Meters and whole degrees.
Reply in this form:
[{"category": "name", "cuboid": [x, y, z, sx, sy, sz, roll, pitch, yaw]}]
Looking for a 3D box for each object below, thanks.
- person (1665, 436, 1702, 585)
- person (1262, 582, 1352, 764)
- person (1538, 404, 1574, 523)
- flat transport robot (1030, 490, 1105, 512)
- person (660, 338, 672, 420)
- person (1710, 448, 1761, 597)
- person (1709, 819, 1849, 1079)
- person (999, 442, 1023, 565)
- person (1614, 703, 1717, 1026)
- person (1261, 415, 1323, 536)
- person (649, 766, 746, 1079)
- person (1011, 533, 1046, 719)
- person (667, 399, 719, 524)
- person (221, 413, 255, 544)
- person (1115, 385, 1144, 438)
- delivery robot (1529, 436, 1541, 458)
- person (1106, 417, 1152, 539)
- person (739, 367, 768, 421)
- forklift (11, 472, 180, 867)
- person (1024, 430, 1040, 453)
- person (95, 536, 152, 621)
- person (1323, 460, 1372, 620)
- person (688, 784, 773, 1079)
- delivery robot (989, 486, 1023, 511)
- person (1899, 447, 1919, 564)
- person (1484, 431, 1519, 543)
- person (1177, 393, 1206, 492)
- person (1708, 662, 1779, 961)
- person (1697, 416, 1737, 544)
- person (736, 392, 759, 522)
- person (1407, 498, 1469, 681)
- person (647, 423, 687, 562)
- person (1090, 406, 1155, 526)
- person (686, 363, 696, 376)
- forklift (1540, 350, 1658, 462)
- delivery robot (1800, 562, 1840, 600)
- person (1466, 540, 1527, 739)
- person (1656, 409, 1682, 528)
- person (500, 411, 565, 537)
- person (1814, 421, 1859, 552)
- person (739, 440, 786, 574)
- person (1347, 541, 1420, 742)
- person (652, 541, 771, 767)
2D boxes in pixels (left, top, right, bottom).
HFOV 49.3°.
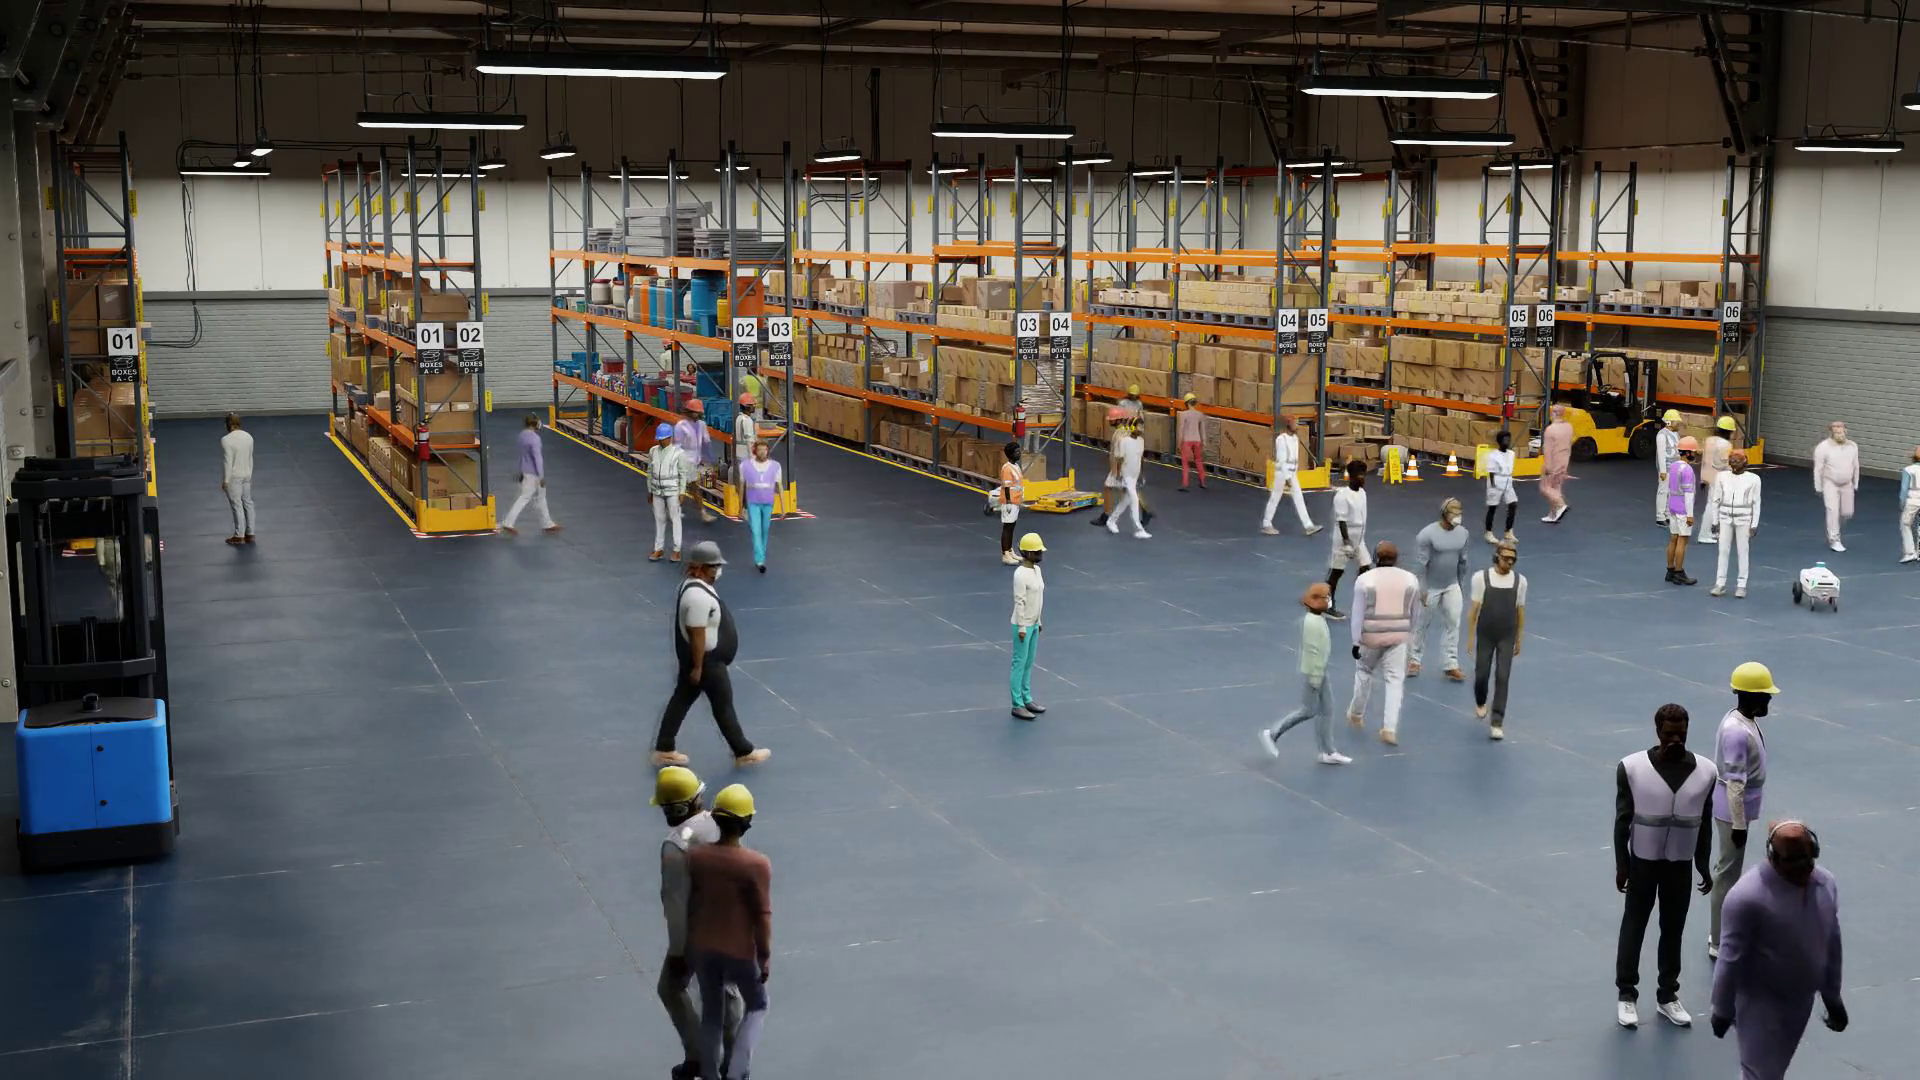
[{"category": "person", "cuboid": [9.507, -0.397, 27.493, 0.358, 1.936, 0.552, -1, 9, -4]}, {"category": "person", "cuboid": [3.047, 1.150, 18.267, 0.717, 1.607, 0.509, 3, 9, 18]}, {"category": "person", "cuboid": [9.410, -1.195, 32.971, 0.648, 1.891, 0.514, -6, 10, -35]}, {"category": "flat transport robot", "cuboid": [1.805, -0.658, 34.907, 0.652, 0.197, 1.431, 5, 10, 32]}, {"category": "person", "cuboid": [-7.054, -3.923, 50.865, 0.408, 1.986, 0.623, 7, 11, 41]}, {"category": "person", "cuboid": [9.812, -0.223, 26.512, 0.584, 1.883, 0.337, 6, 11, 36]}, {"category": "person", "cuboid": [3.981, 2.246, 10.188, 0.689, 1.860, 0.737, -4, 9, -26]}, {"category": "person", "cuboid": [0.719, -0.519, 29.110, 0.319, 1.696, 0.532, 2, 9, 15]}, {"category": "person", "cuboid": [4.129, 1.890, 12.313, 0.589, 1.920, 0.398, 0, 9, -1]}, {"category": "person", "cuboid": [4.994, -0.967, 31.662, 0.999, 1.827, 0.582, 8, 11, 41]}, {"category": "person", "cuboid": [-1.409, 2.095, 11.353, 0.537, 1.790, 0.693, 4, 10, 27]}, {"category": "person", "cuboid": [0.666, 0.806, 20.040, 0.324, 1.769, 0.523, 4, 9, 23]}, {"category": "person", "cuboid": [-4.282, -1.261, 33.204, 1.089, 1.982, 0.627, 6, 10, 35]}, {"category": "person", "cuboid": [-10.679, -0.916, 30.952, 0.355, 1.937, 0.635, 3, 9, 18]}, {"category": "person", "cuboid": [3.201, -2.057, 39.354, 0.520, 1.704, 0.592, -4, 9, -25]}, {"category": "delivery robot", "cuboid": [11.423, -1.811, 41.345, 0.477, 0.478, 0.707, -4, 9, -24]}, {"category": "person", "cuboid": [2.551, -0.967, 31.745, 0.937, 1.820, 0.537, 8, 12, 44]}, {"category": "person", "cuboid": [-4.335, -2.793, 43.883, 0.631, 1.822, 0.634, -2, 9, -10]}, {"category": "forklift", "cuboid": [-6.630, 0.886, 15.957, 1.129, 2.768, 1.873, -3, 9, -21]}, {"category": "person", "cuboid": [1.489, -2.438, 42.113, 0.502, 1.632, 0.277, -4, 9, -24]}, {"category": "person", "cuboid": [-9.579, 0.204, 23.991, 0.614, 1.781, 0.831, -4, 9, -23]}, {"category": "person", "cuboid": [4.702, 0.019, 24.740, 0.607, 1.920, 0.957, -8, 12, -43]}, {"category": "person", "cuboid": [-1.214, 2.161, 11.077, 0.538, 1.751, 0.406, 3, 9, 20]}, {"category": "delivery robot", "cuboid": [0.749, -0.725, 34.099, 0.477, 0.478, 0.707, 4, 9, 26]}, {"category": "person", "cuboid": [13.326, -0.475, 29.068, 0.656, 1.625, 0.428, -1, 9, -4]}, {"category": "person", "cuboid": [7.998, -0.769, 30.847, 0.549, 1.679, 0.618, -4, 10, -27]}, {"category": "person", "cuboid": [4.162, -1.746, 37.259, 0.722, 1.720, 0.499, -5, 10, -31]}, {"category": "person", "cuboid": [4.991, 1.724, 13.389, 0.380, 1.928, 0.586, 4, 9, 24]}, {"category": "person", "cuboid": [11.211, -0.881, 30.859, 0.654, 1.895, 0.585, -1, 9, -7]}, {"category": "person", "cuboid": [-3.368, -1.323, 33.308, 0.370, 2.048, 0.607, -3, 9, -22]}, {"category": "person", "cuboid": [4.961, 0.500, 21.709, 0.648, 1.902, 0.699, -3, 9, -20]}, {"category": "person", "cuboid": [-4.117, -0.671, 29.313, 0.602, 1.940, 0.403, 4, 9, 22]}, {"category": "person", "cuboid": [2.562, -1.153, 32.700, 0.969, 1.896, 0.556, 2, 9, 14]}, {"category": "person", "cuboid": [-5.987, -3.131, 46.704, 0.514, 1.645, 0.307, 1, 9, 7]}, {"category": "forklift", "cuboid": [12.897, -2.725, 42.309, 2.313, 2.155, 1.214, -3, 9, -21]}, {"category": "delivery robot", "cuboid": [10.609, 0.514, 25.840, 0.477, 0.478, 0.707, 2, 9, 11]}, {"category": "person", "cuboid": [4.932, 0.887, 19.305, 0.539, 1.830, 0.583, 1, 9, 5]}, {"category": "person", "cuboid": [11.068, -1.122, 32.670, 0.404, 1.837, 0.590, 7, 11, 37]}, {"category": "person", "cuboid": [-6.522, -0.997, 31.652, 1.013, 1.902, 0.647, -4, 10, -27]}, {"category": "person", "cuboid": [12.644, -0.783, 30.246, 0.662, 1.880, 0.518, -1, 9, -7]}, {"category": "person", "cuboid": [-2.664, -0.453, 28.331, 0.594, 1.789, 0.970, -3, 9, -17]}, {"category": "person", "cuboid": [3.866, 0.901, 19.284, 0.634, 1.799, 0.926, 0, 9, -3]}, {"category": "person", "cuboid": [-2.208, 0.978, 18.126, 1.024, 2.000, 0.686, -2, 9, -15]}]
